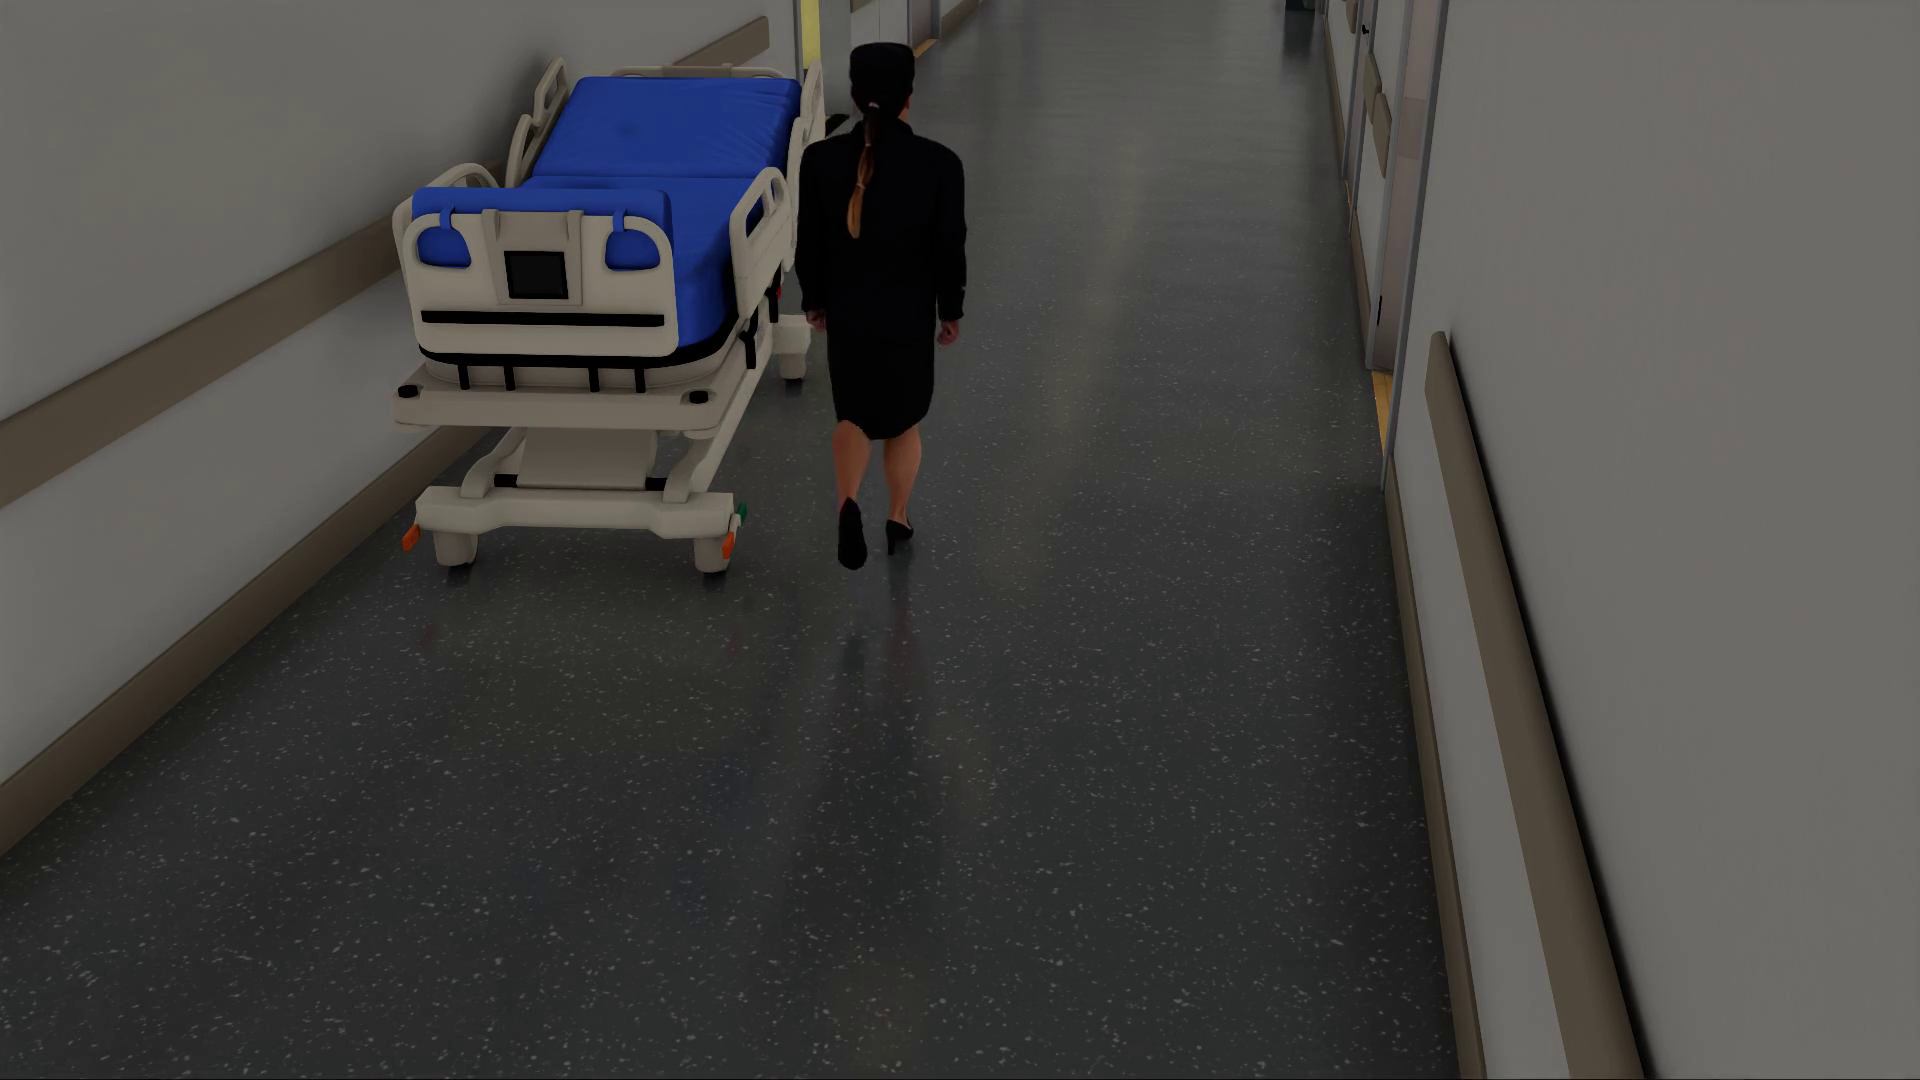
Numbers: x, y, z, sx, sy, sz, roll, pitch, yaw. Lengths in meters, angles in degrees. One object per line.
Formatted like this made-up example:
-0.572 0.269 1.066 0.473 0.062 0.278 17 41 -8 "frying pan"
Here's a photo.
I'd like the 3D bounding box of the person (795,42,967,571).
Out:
-0.262 -0.653 5.142 0.814 1.662 0.768 3 26 7 "person"
